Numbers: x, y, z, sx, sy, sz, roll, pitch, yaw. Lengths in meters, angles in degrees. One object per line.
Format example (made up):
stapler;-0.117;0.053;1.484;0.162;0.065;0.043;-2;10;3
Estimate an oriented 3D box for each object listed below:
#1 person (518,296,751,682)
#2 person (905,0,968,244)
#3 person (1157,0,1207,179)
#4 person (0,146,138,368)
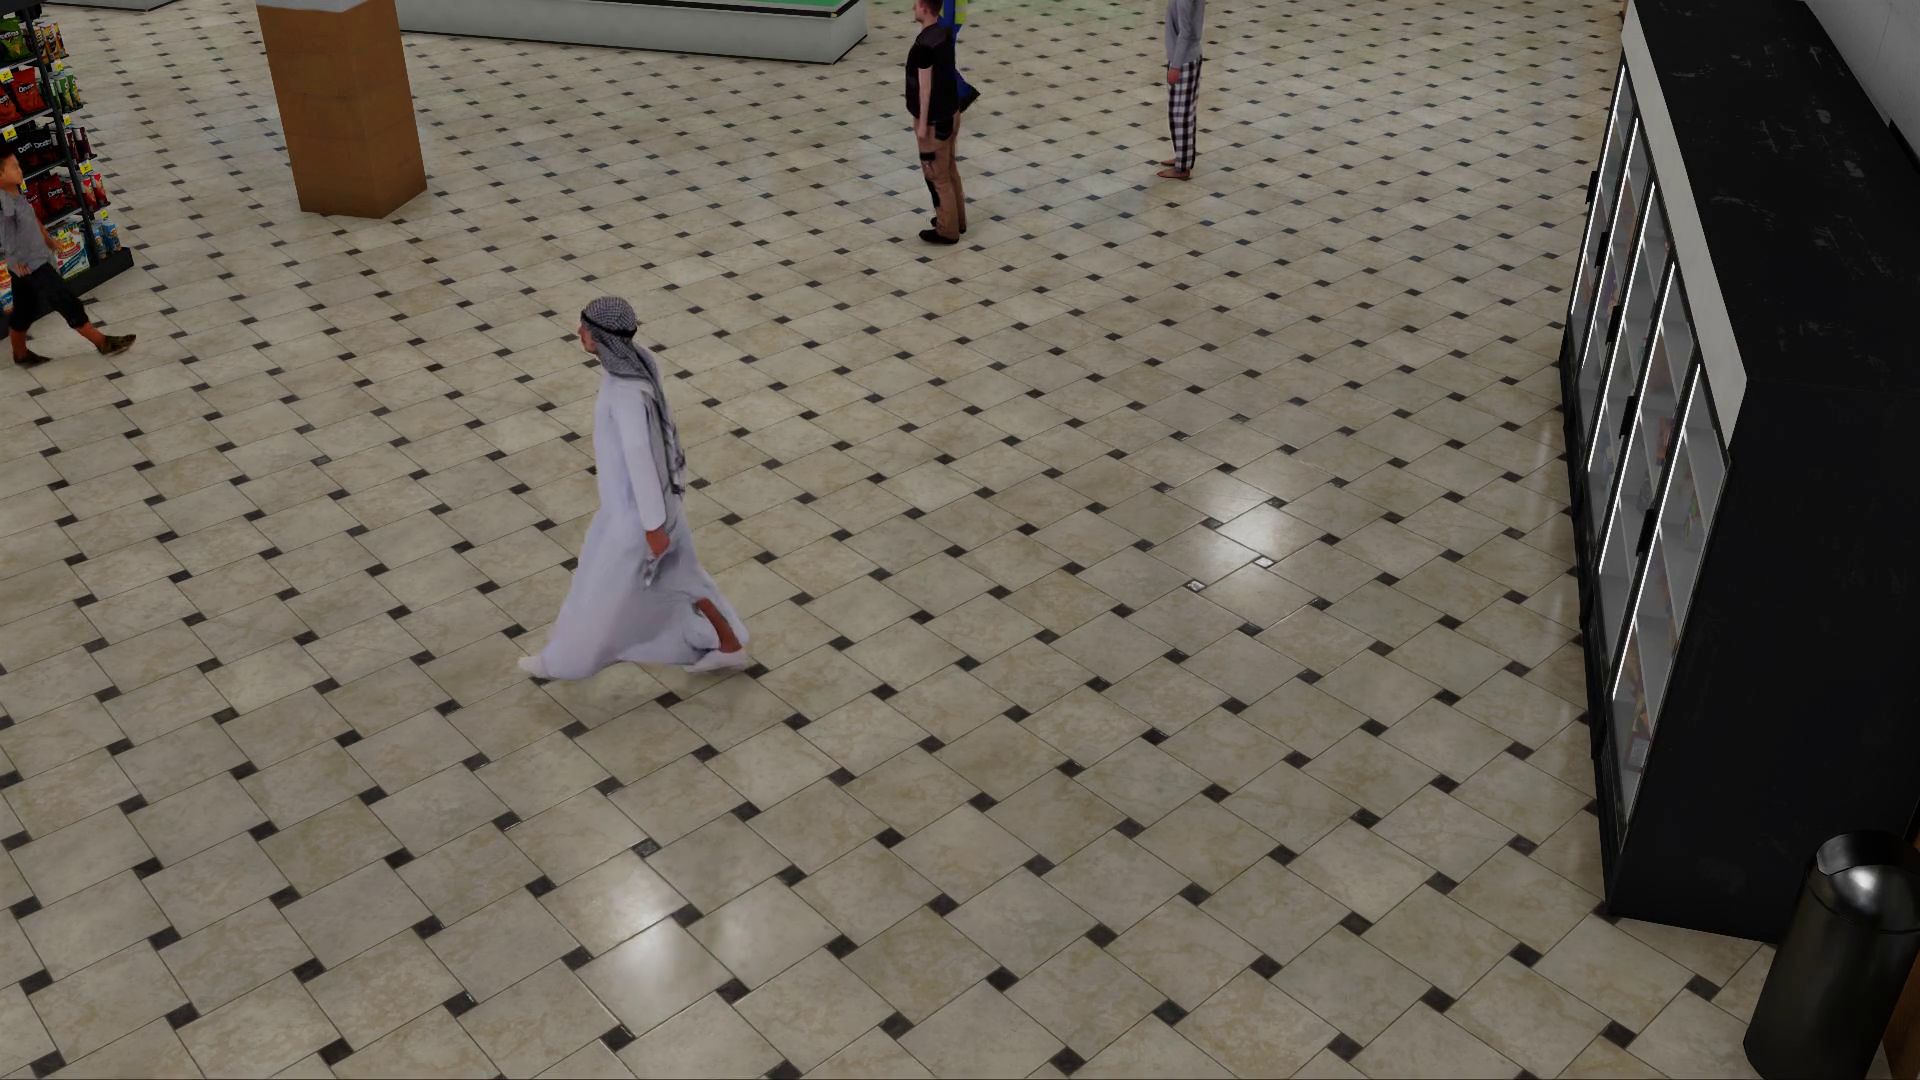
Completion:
person;-1.307;-0.151;7.228;1.376;1.874;1.045;-4;32;-6
person;-0.150;-3.028;11.896;0.601;1.826;0.675;9;33;14
person;1.770;-3.790;13.102;0.530;1.847;0.621;9;33;14
person;-5.812;-1.751;10.222;1.057;1.428;0.938;-13;34;-19
